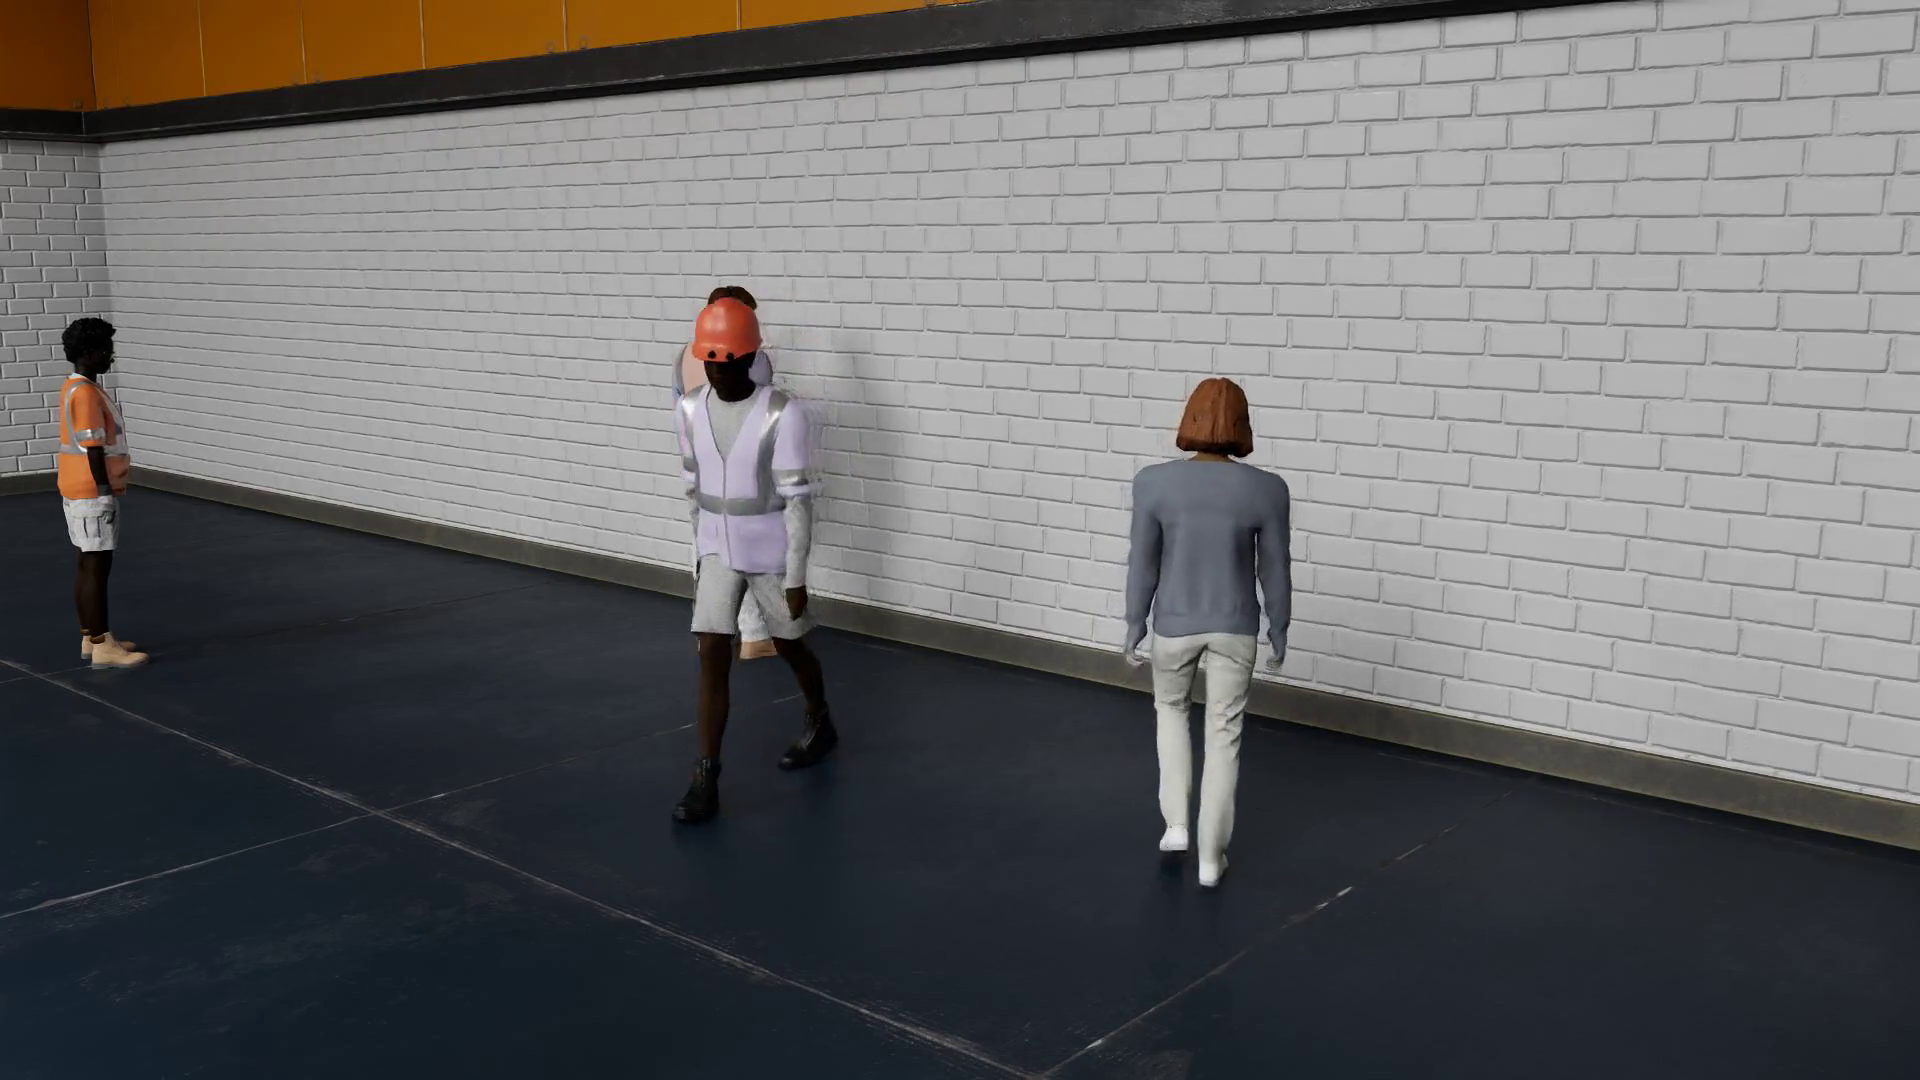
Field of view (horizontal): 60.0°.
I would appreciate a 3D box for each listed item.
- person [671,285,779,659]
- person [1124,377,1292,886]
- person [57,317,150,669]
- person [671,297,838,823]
[{"bbox_3d":[-1.130,-0.333,8.258,0.623,1.840,0.430,8,13,37],"label":"person"},{"bbox_3d":[0.798,0.287,5.343,0.525,1.616,0.434,2,10,11],"label":"person"},{"bbox_3d":[-4.184,-0.226,8.059,0.321,1.692,0.530,-7,12,-33],"label":"person"},{"bbox_3d":[-0.763,0.032,6.136,0.578,1.865,1.023,4,11,21],"label":"person"}]
